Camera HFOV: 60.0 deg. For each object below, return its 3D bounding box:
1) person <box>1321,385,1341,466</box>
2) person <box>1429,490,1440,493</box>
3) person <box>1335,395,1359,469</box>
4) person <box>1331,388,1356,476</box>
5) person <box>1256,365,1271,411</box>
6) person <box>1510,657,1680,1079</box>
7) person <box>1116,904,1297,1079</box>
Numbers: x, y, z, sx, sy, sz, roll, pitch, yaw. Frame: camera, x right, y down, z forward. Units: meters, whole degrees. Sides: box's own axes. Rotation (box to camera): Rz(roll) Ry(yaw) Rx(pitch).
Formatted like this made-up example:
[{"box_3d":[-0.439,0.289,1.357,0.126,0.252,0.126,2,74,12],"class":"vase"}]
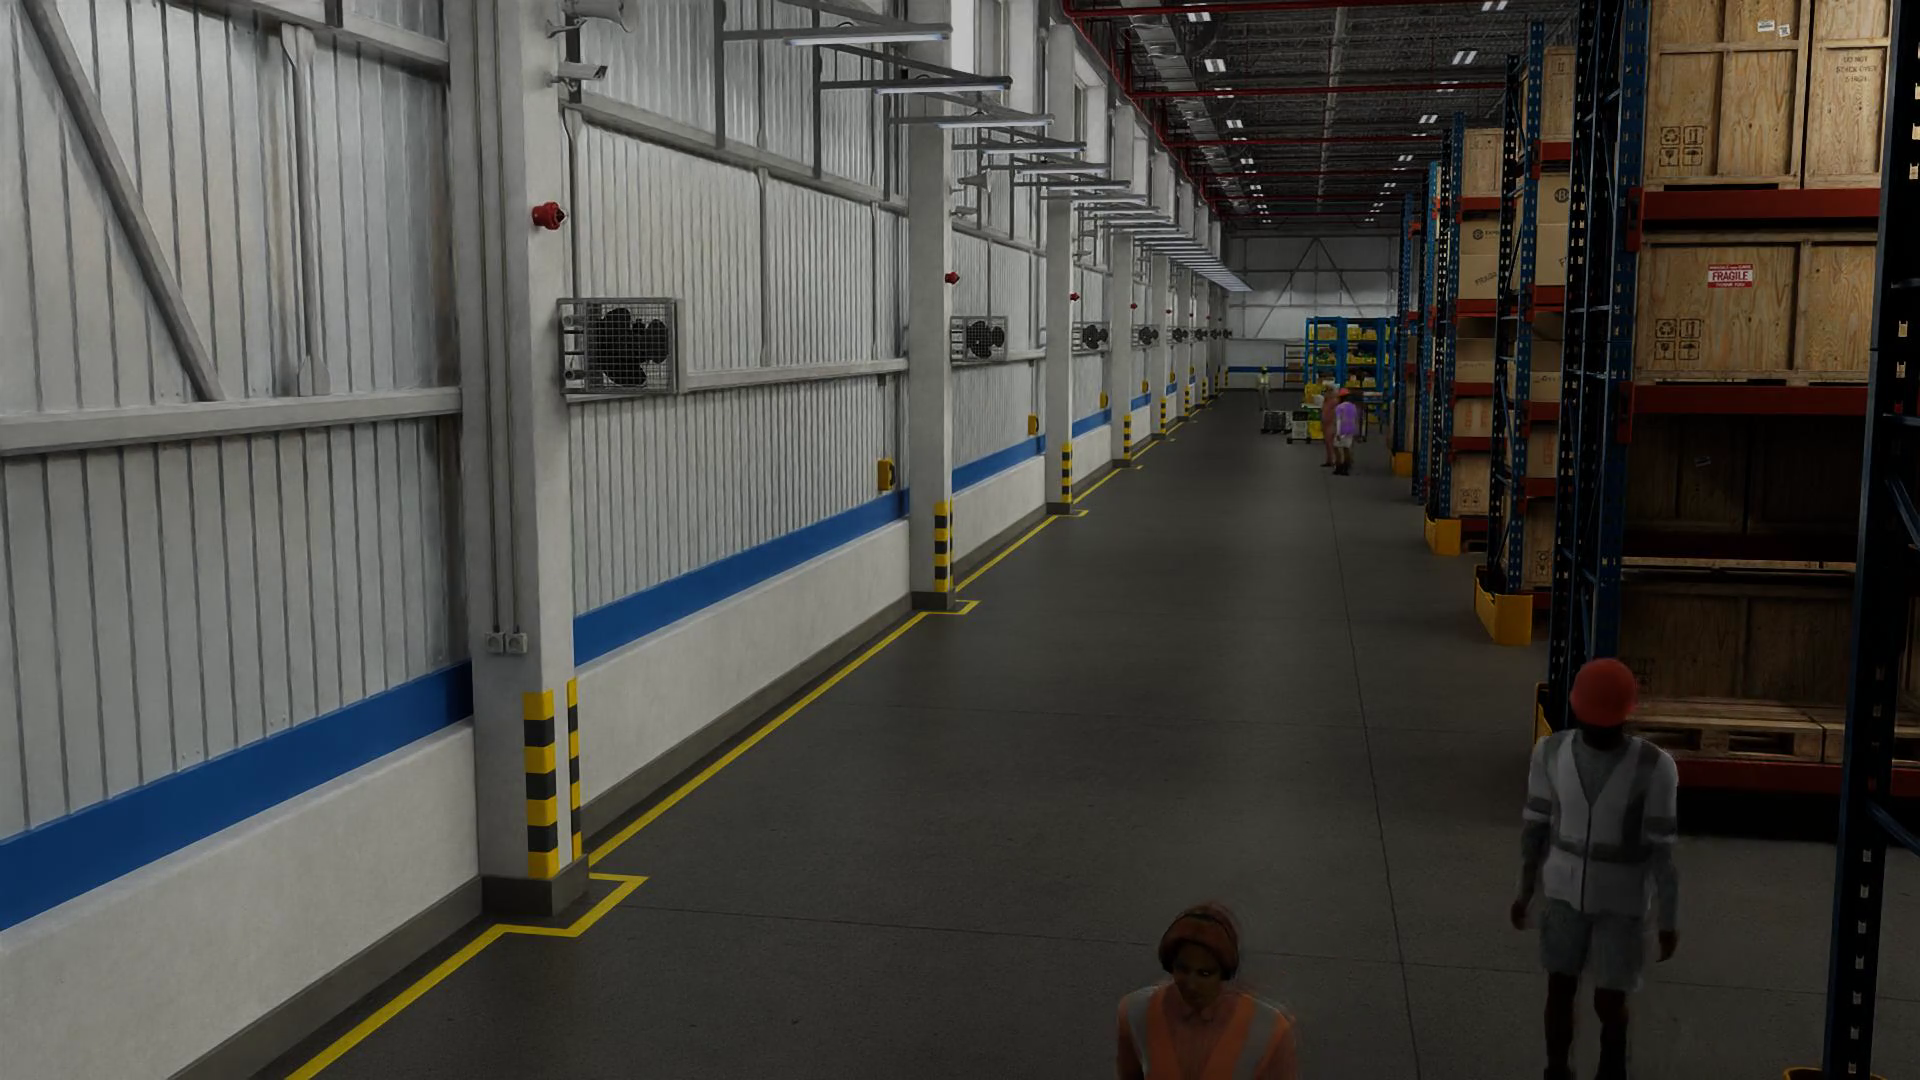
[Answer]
[{"box_3d":[8.507,-2.626,38.347,0.419,1.888,0.674,-2,7,-18],"class":"person"},{"box_3d":[9.380,-1.794,31.980,0.574,1.810,0.600,1,7,9],"class":"person"},{"box_3d":[8.683,-2.411,37.314,0.504,1.693,0.905,1,7,10],"class":"person"},{"box_3d":[8.321,-2.339,35.991,0.544,1.899,0.523,-3,8,-26],"class":"person"},{"box_3d":[11.933,-5.948,65.282,0.612,1.795,0.829,0,7,-3],"class":"person"},{"box_3d":[2.429,1.363,6.355,0.645,1.901,0.550,6,9,39],"class":"person"},{"box_3d":[0.695,1.735,4.505,0.527,1.619,0.699,3,8,25],"class":"person"}]
